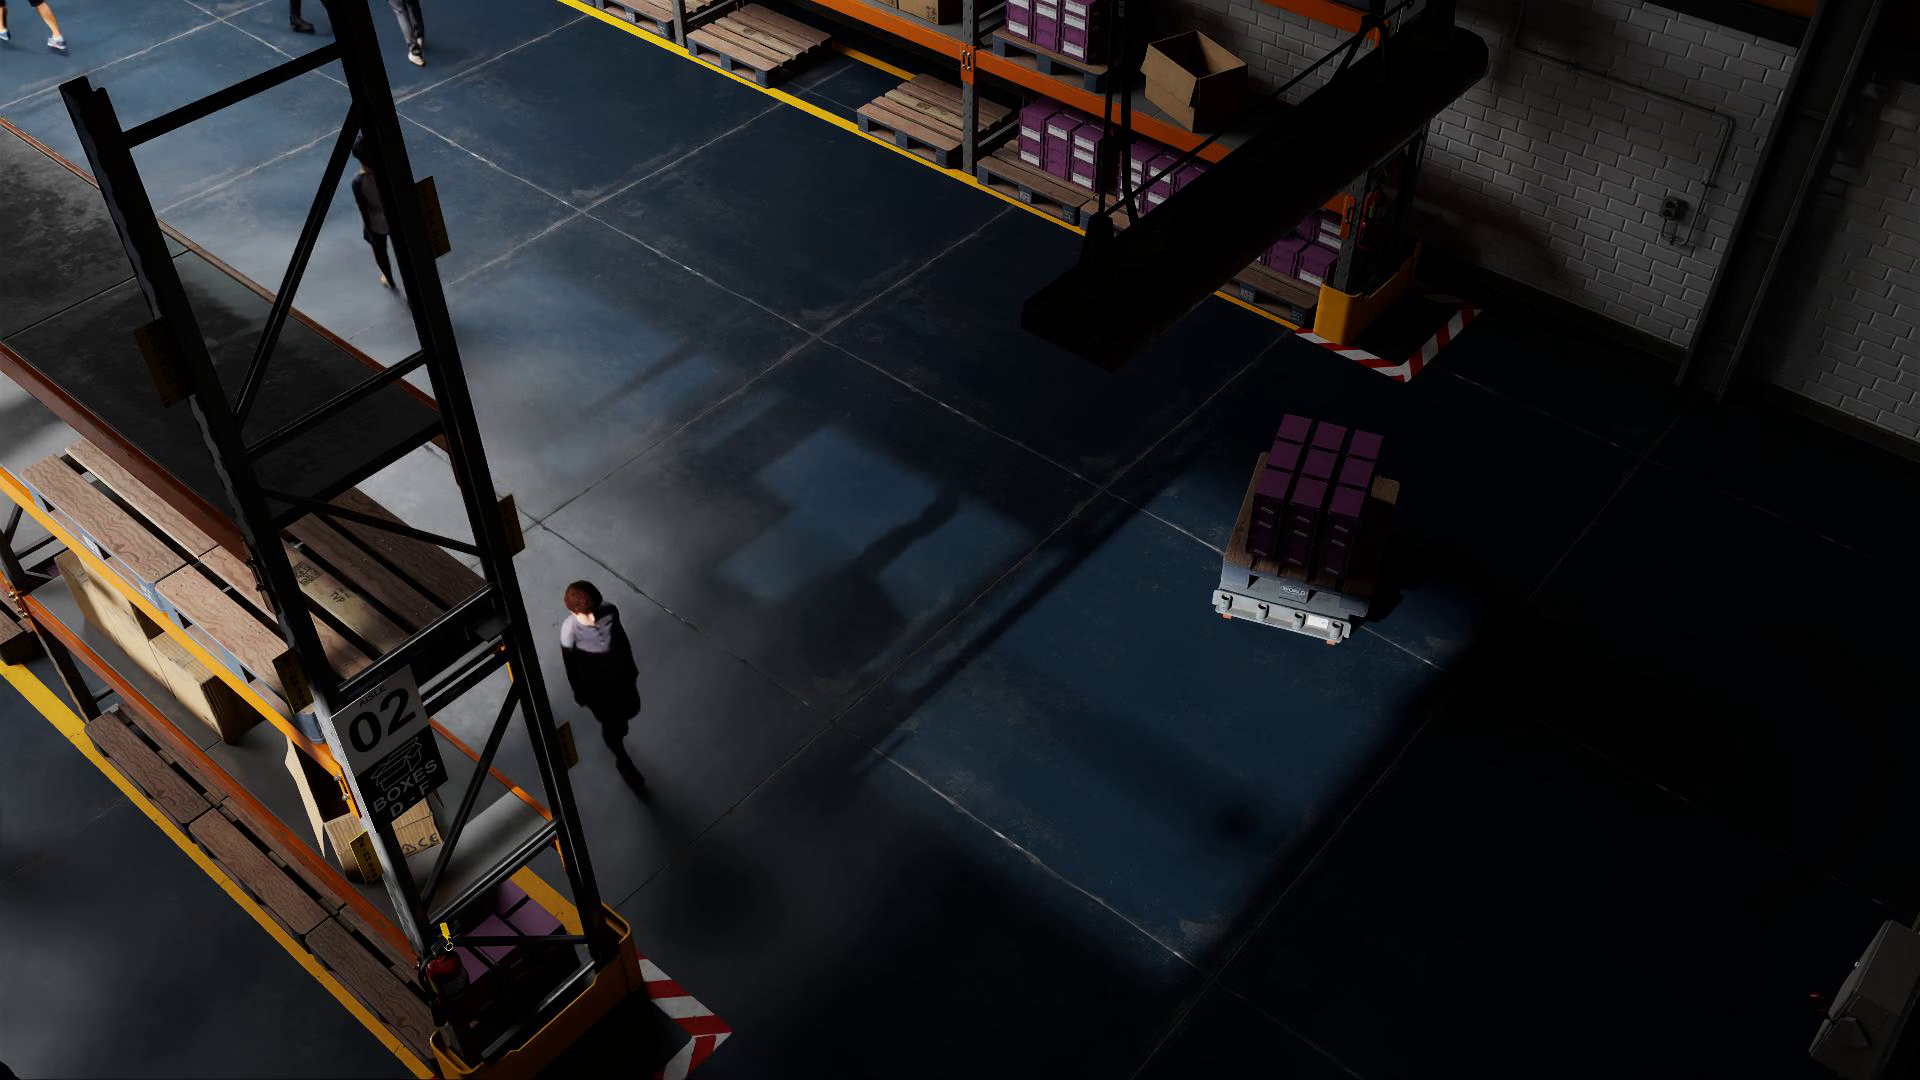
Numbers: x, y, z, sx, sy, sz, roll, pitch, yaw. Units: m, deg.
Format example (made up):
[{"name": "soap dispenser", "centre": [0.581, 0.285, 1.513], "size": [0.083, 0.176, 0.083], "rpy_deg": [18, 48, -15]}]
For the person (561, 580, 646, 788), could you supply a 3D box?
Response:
[{"name": "person", "centre": [-2.229, 0.799, 10.215], "size": [0.649, 1.628, 0.933], "rpy_deg": [-32, 52, -29]}]

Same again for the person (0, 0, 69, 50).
[{"name": "person", "centre": [-9.742, -5.864, 17.083], "size": [1.334, 1.801, 0.918], "rpy_deg": [18, 46, 18]}]
